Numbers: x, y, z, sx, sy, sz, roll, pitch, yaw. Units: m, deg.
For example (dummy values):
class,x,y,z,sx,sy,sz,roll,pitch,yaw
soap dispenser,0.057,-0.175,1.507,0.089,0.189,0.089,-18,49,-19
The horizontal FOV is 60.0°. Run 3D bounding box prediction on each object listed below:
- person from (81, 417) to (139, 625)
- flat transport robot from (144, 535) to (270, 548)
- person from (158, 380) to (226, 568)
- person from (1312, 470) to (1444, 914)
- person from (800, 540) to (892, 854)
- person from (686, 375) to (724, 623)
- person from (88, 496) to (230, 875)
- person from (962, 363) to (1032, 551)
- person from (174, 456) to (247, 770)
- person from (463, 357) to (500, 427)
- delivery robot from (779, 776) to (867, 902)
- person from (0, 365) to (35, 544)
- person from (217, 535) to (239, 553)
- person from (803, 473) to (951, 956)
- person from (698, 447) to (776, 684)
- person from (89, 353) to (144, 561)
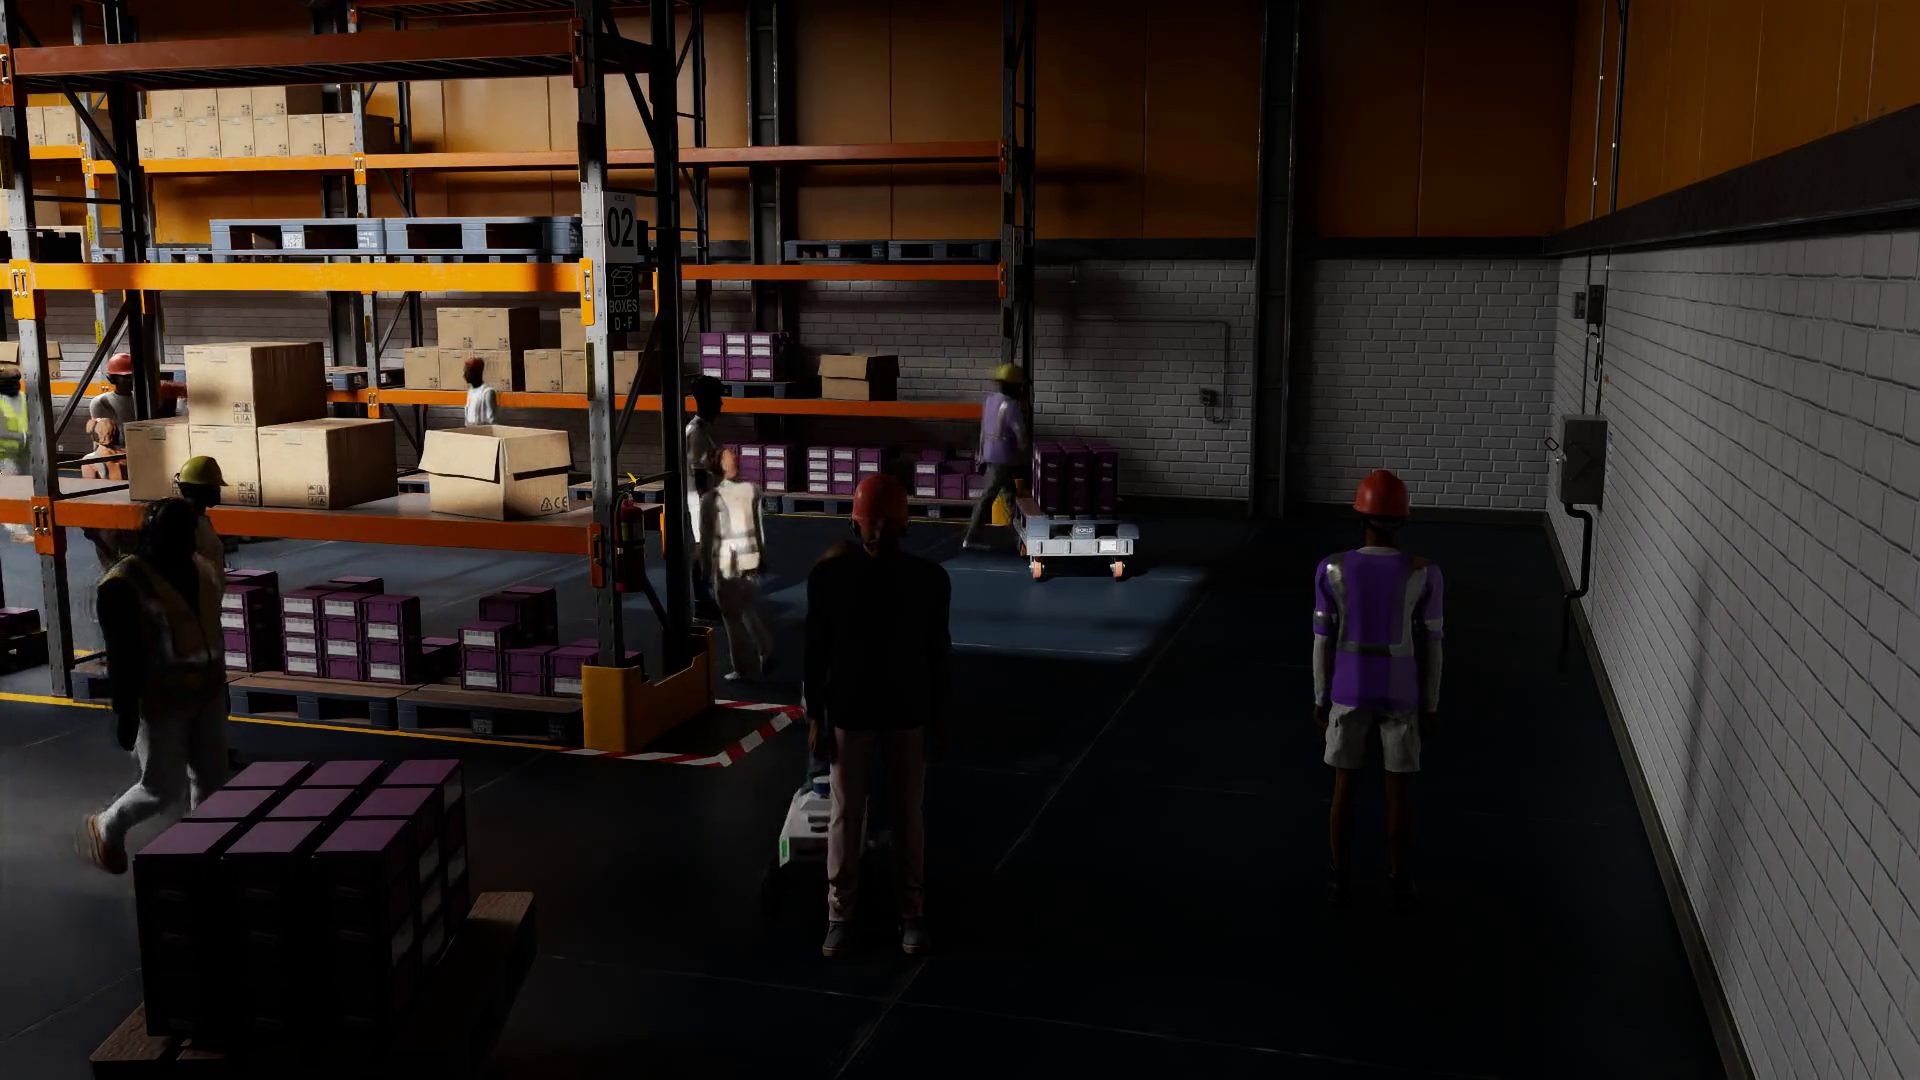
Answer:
class,x,y,z,sx,sy,sz,roll,pitch,yaw
person,-6.680,-0.149,13.110,0.310,1.638,0.522,3,10,17
flat transport robot,-7.715,-0.101,16.972,1.431,0.197,0.652,-9,13,-42
person,-6.557,-0.404,13.958,1.050,1.878,0.551,4,10,23
person,1.812,0.663,7.247,0.552,1.939,0.355,3,10,18
person,-0.520,0.779,7.606,0.743,1.587,0.512,-3,10,-20
person,-2.009,-0.329,13.207,0.361,1.964,0.613,-1,9,-5
person,-3.541,0.700,7.396,0.669,1.819,0.626,4,10,21
person,0.460,-0.821,16.542,1.056,1.852,0.591,-5,10,-26
person,-4.237,0.407,9.343,0.329,1.765,0.526,-5,11,-28
person,-5.093,-1.010,17.654,0.419,1.867,0.602,-7,11,-35
delivery robot,-0.597,1.288,7.357,0.477,0.478,0.707,0,9,0
person,-9.710,-0.878,17.013,0.621,1.826,0.625,5,11,28
person,-7.371,-0.840,16.400,0.352,1.942,0.542,-4,10,-24
person,-0.334,0.711,6.794,0.609,1.992,0.383,-1,9,-6
person,-1.519,0.177,11.147,0.364,1.616,0.535,8,12,41
person,-7.501,-0.667,15.035,0.397,2.043,0.609,5,10,27
